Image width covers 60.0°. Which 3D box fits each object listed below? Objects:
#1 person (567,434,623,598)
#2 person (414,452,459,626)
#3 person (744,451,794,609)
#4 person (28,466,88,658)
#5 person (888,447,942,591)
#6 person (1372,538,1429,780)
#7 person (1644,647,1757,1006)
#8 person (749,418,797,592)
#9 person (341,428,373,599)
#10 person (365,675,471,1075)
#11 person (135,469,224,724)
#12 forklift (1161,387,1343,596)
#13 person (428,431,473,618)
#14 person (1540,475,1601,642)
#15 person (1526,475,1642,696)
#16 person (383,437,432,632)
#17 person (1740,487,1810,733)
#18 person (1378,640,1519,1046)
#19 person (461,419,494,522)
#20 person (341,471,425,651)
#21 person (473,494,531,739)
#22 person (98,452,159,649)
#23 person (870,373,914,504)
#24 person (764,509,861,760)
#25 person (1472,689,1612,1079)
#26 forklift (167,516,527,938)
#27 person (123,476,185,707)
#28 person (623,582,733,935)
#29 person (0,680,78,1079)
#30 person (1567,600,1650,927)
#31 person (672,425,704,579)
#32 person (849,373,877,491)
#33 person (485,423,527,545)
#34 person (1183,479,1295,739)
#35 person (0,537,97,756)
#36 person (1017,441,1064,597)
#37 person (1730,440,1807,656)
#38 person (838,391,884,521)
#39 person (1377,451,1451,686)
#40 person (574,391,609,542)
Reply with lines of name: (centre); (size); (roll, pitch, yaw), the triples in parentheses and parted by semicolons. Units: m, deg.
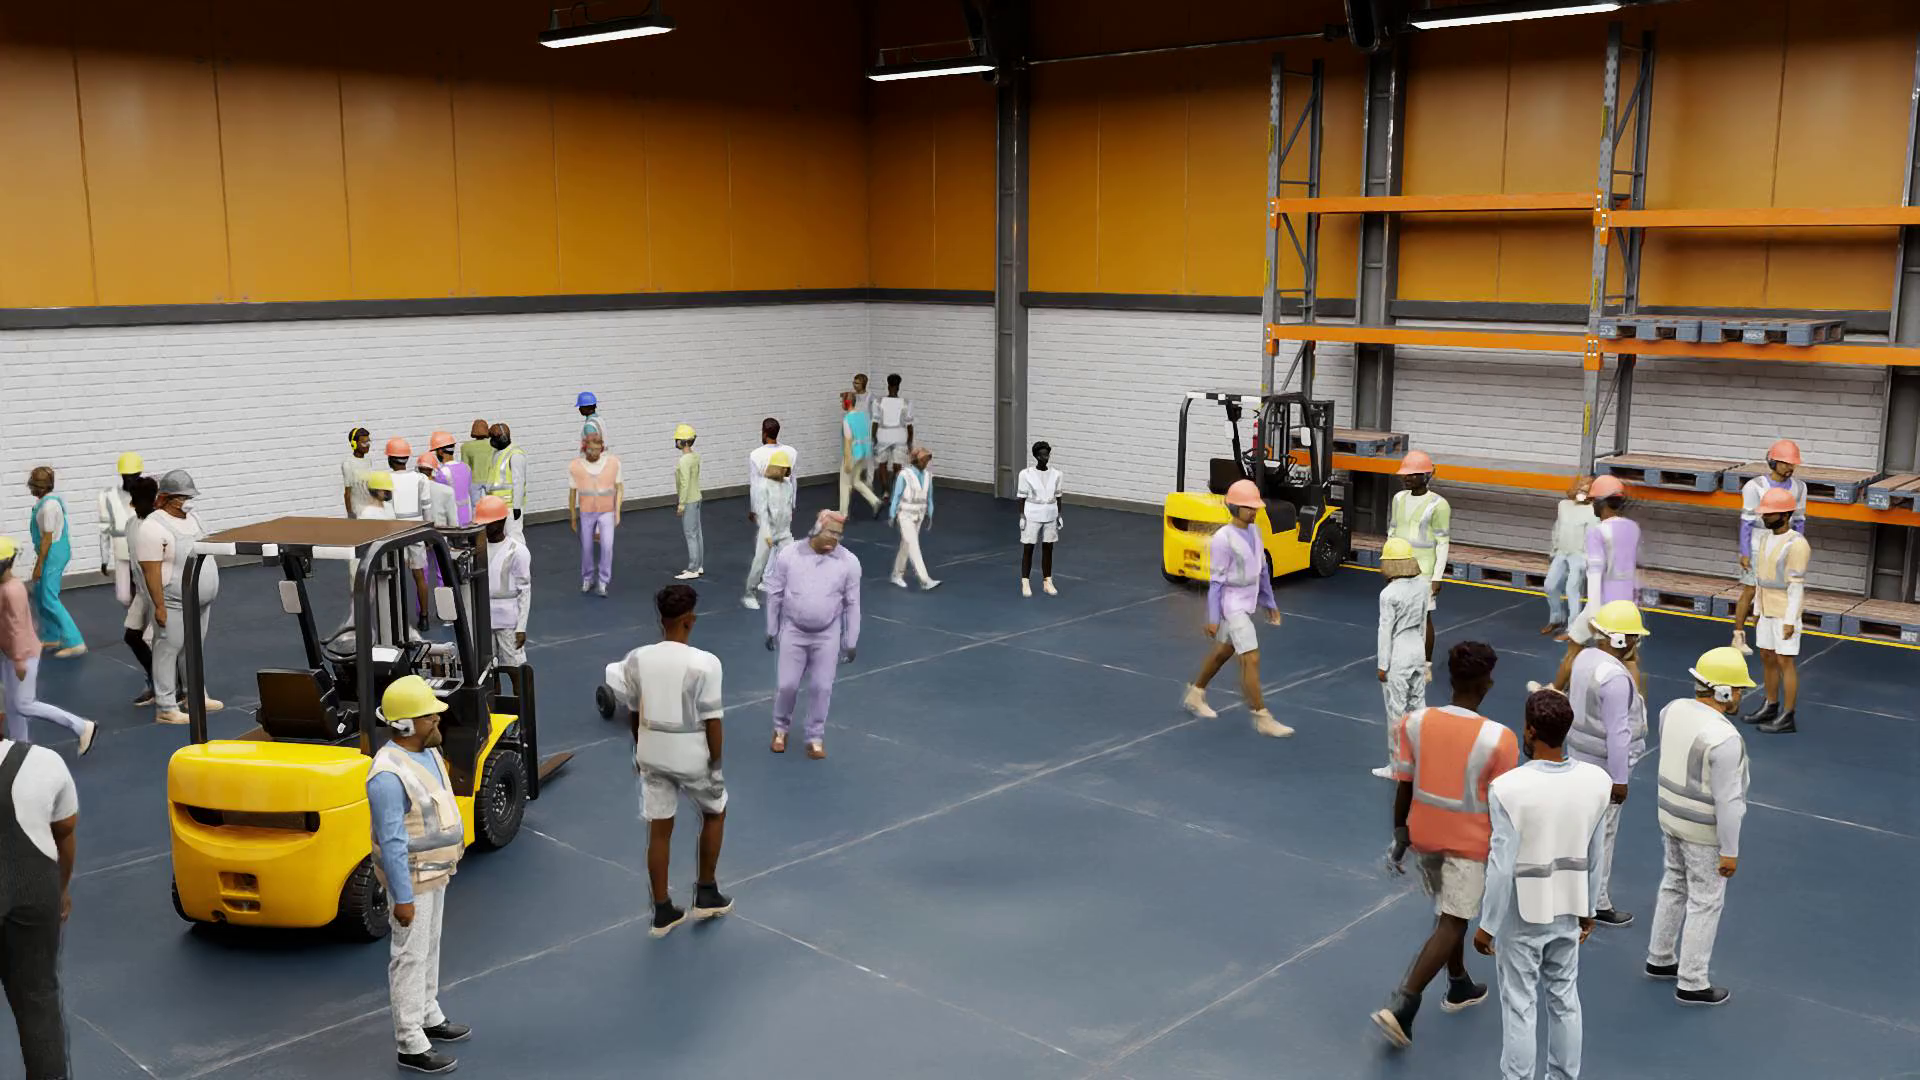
person: (-3.938, -0.266, 18.005); (0.574, 1.779, 0.846); (-2, 10, -13)
person: (-5.285, -0.003, 16.621); (0.572, 1.743, 0.367); (0, 10, -3)
person: (-1.926, -0.084, 17.216); (0.497, 1.697, 0.911); (-10, 14, -43)
person: (-8.410, 0.188, 15.378); (0.504, 1.797, 0.574); (-5, 11, -27)
person: (-0.492, -0.225, 18.307); (0.873, 1.581, 0.569); (9, 13, 41)
person: (3.130, 0.843, 11.849); (0.483, 1.729, 0.376); (-7, 12, -35)
person: (3.701, 1.420, 8.303); (0.403, 1.817, 0.602); (-1, 10, -7)
person: (-2.052, -0.388, 18.294); (0.593, 1.922, 0.391); (-8, 13, -38)
person: (-6.419, -0.284, 17.883); (0.332, 1.864, 0.505); (2, 10, 10)
person: (-2.487, 1.522, 7.668); (0.403, 1.831, 0.606); (0, 10, -2)
person: (-6.196, 0.431, 13.289); (0.536, 2.000, 0.684); (2, 10, 10)
forklift: (3.298, -0.608, 18.767); (1.214, 2.155, 2.313); (9, 13, 42)
person: (-5.192, -0.154, 16.947); (0.386, 1.927, 0.545); (3, 10, 18)
person: (5.848, 0.173, 15.959); (0.353, 1.613, 0.533); (-5, 11, -28)
person: (5.052, 0.478, 13.177); (0.609, 1.978, 1.076); (-5, 11, -28)
person: (-5.445, -0.041, 16.267); (0.552, 1.939, 0.355); (-7, 12, -36)
person: (6.349, 0.546, 12.982); (0.408, 1.929, 0.540); (-1, 10, -6)
person: (2.315, 1.434, 7.929); (0.954, 1.927, 0.619); (-9, 13, -40)
person: (-5.999, -0.703, 20.908); (0.507, 1.631, 0.266); (-3, 10, -14)
person: (-5.418, 0.198, 15.581); (0.969, 1.709, 0.536); (1, 10, 3)
person: (-3.495, 0.611, 12.564); (0.544, 1.936, 0.359); (4, 11, 22)
person: (-7.664, 0.110, 15.495); (0.599, 1.909, 0.664); (-2, 10, -14)
person: (-0.990, -1.461, 24.316); (0.643, 1.949, 0.430); (0, 10, -1)
person: (-1.084, 0.697, 12.302); (0.727, 1.866, 0.428); (-1, 10, -4)
person: (2.477, 1.581, 7.093); (0.599, 1.917, 0.377); (-4, 11, -20)
forklift: (-3.583, 0.976, 9.748); (1.214, 2.155, 2.313); (2, 10, 11)
person: (-6.584, 0.436, 13.574); (0.687, 1.931, 0.533); (5, 11, 25)
person: (-1.542, 1.186, 9.246); (0.630, 1.939, 0.665); (3, 10, 18)
person: (-4.129, 1.520, 7.091); (0.709, 2.000, 0.996); (-9, 13, -42)
person: (3.618, 1.233, 9.327); (0.404, 1.827, 0.600); (0, 10, 0)
person: (-3.115, -0.434, 18.994); (0.315, 1.769, 0.523); (1, 10, 7)
person: (-1.514, -1.661, 25.765); (0.506, 1.843, 0.349); (5, 11, 27)
person: (-5.085, -0.400, 18.638); (0.429, 1.830, 0.638); (-9, 14, -43)
person: (2.163, 0.504, 13.017); (1.041, 2.000, 0.609); (7, 12, 35)
person: (-6.679, 0.811, 11.958); (0.642, 1.746, 0.534); (-7, 12, -36)
person: (0.875, -0.232, 18.044); (0.531, 1.697, 0.320); (-3, 11, -19)
person: (7.492, 0.083, 15.331); (0.622, 2.030, 0.449); (-1, 10, -6)
person: (-1.449, -1.144, 22.881); (0.703, 1.817, 0.582); (4, 11, 23)
person: (3.899, 0.248, 14.323); (0.375, 2.042, 0.615); (-6, 12, -32)
person: (-4.729, -0.945, 21.425); (0.417, 1.939, 0.605); (0, 10, 0)
